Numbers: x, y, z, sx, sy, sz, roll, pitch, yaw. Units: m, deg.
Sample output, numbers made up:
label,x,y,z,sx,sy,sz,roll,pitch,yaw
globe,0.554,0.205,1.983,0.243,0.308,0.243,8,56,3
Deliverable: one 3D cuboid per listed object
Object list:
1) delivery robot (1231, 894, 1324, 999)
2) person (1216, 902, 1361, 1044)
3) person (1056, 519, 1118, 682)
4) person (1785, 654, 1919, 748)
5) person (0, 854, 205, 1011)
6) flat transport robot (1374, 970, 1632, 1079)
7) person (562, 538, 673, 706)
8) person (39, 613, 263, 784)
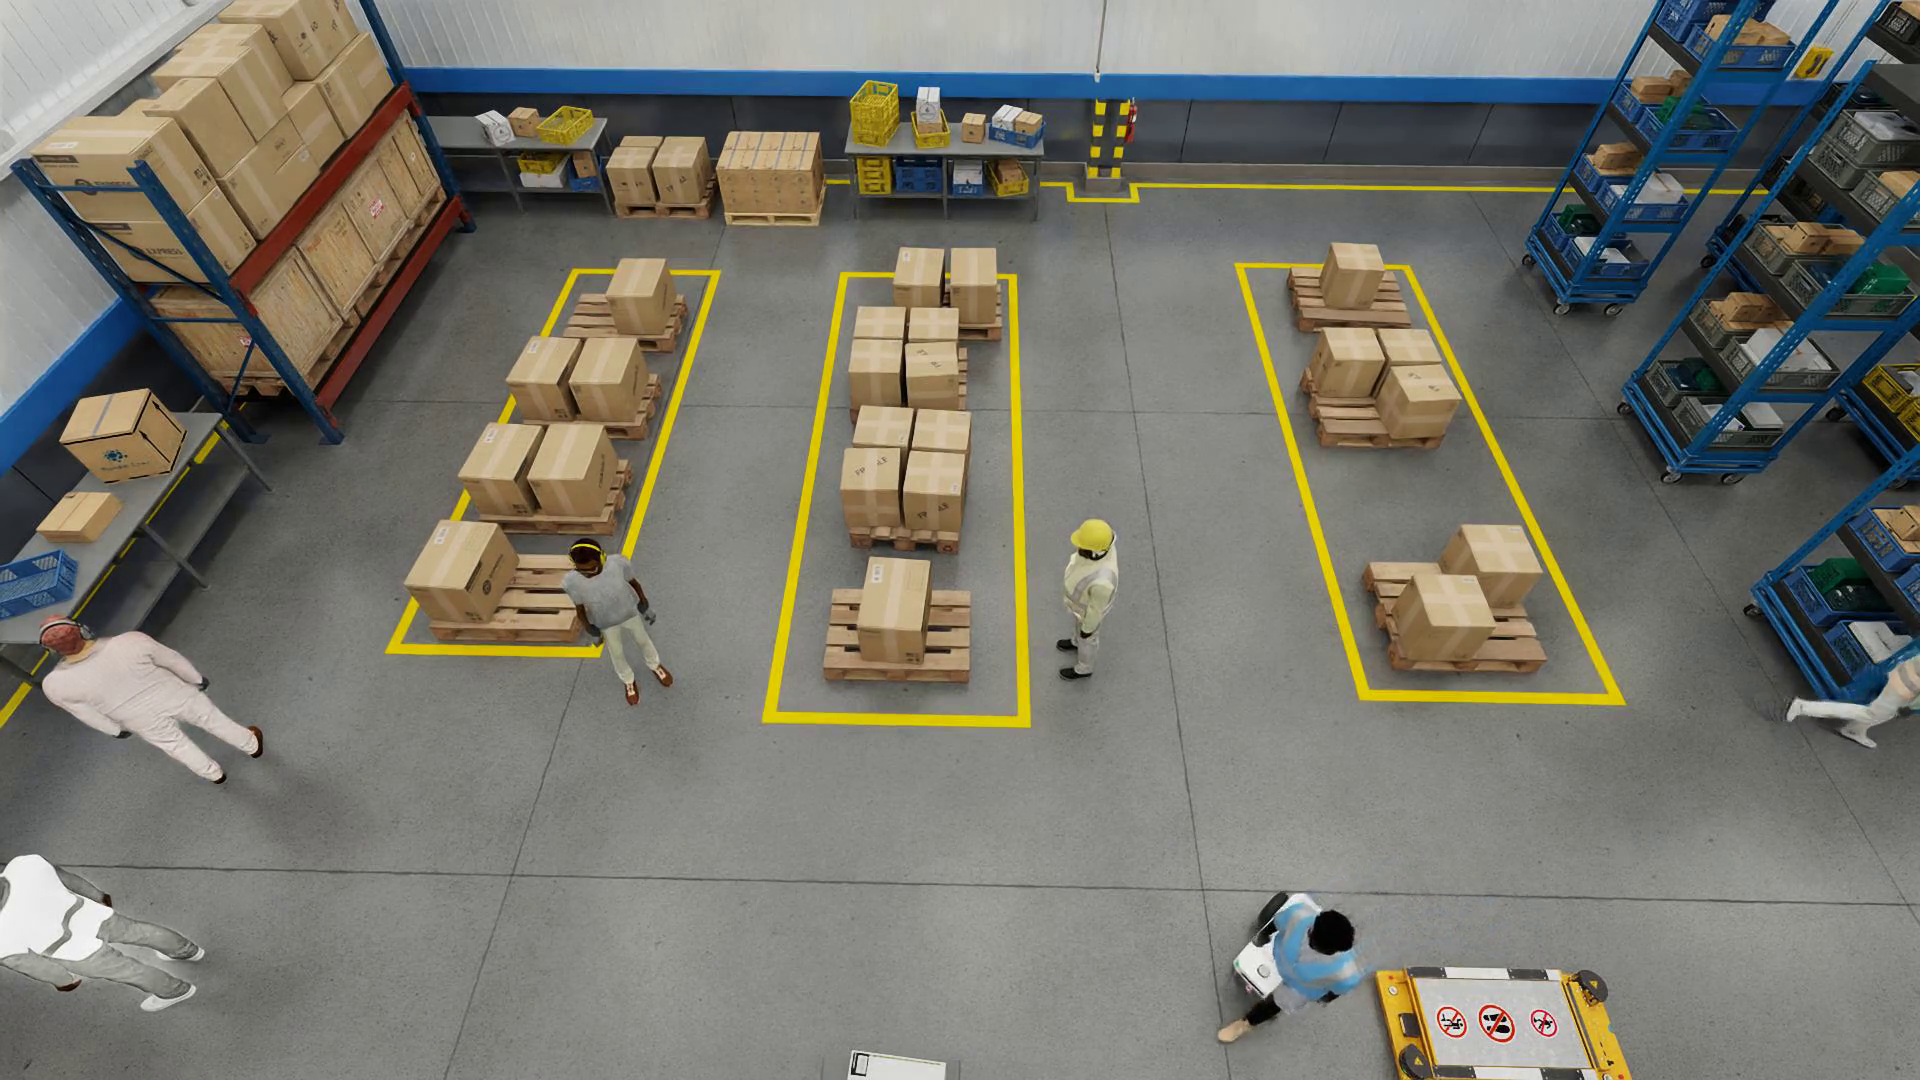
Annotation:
label,x,y,z,sx,sy,sz,roll,pitch,yaw
delivery robot,2.133,2.690,6.035,0.707,0.478,0.477,-34,59,-24
person,2.028,2.550,5.503,0.804,1.655,0.537,-20,54,-16
person,0.982,0.462,7.099,0.403,1.823,0.582,1,51,1
person,6.941,1.029,6.758,0.668,1.613,0.525,28,56,21
person,-5.282,2.366,5.485,0.392,1.919,0.591,-9,51,-7
flat transport robot,3.501,3.133,5.914,1.431,0.197,0.652,1,51,1
person,-2.583,0.602,6.960,0.521,1.862,0.335,-26,55,-19
person,-5.738,1.127,6.502,0.407,1.906,0.655,35,59,25
